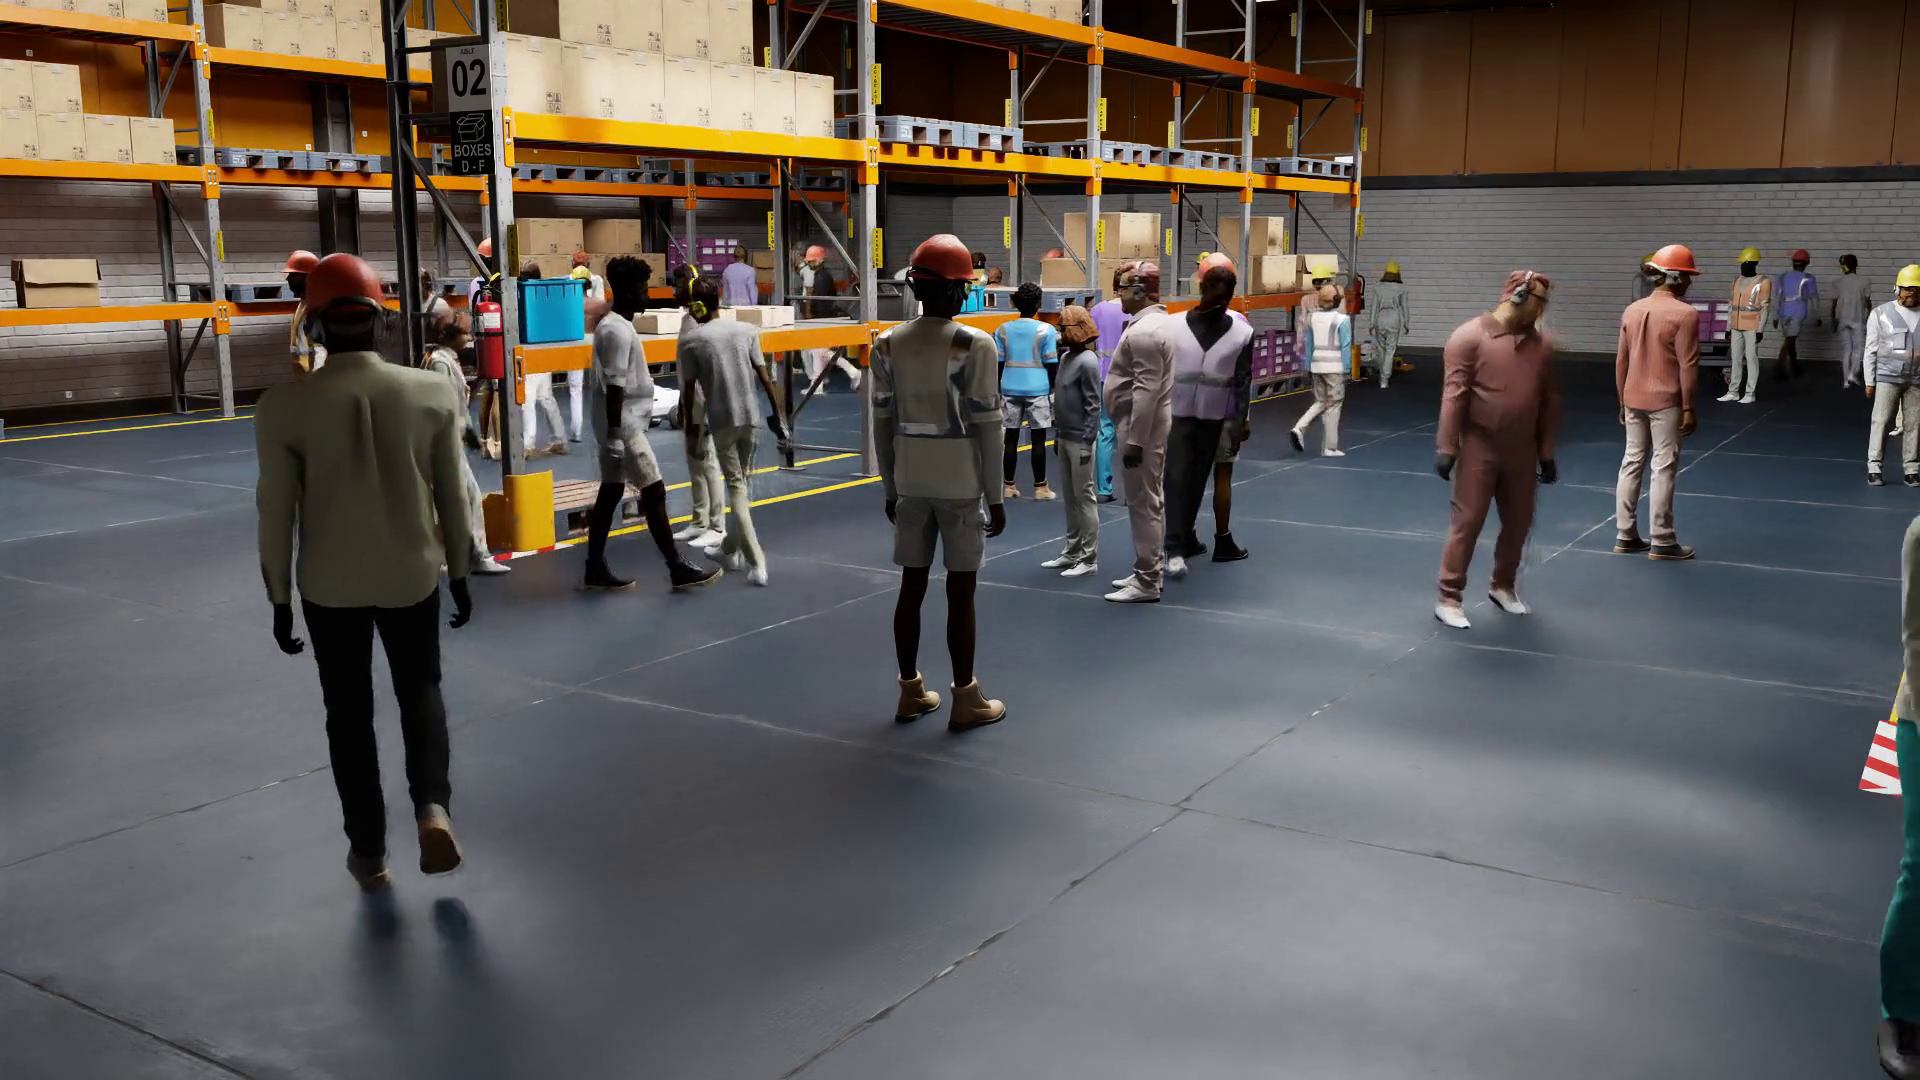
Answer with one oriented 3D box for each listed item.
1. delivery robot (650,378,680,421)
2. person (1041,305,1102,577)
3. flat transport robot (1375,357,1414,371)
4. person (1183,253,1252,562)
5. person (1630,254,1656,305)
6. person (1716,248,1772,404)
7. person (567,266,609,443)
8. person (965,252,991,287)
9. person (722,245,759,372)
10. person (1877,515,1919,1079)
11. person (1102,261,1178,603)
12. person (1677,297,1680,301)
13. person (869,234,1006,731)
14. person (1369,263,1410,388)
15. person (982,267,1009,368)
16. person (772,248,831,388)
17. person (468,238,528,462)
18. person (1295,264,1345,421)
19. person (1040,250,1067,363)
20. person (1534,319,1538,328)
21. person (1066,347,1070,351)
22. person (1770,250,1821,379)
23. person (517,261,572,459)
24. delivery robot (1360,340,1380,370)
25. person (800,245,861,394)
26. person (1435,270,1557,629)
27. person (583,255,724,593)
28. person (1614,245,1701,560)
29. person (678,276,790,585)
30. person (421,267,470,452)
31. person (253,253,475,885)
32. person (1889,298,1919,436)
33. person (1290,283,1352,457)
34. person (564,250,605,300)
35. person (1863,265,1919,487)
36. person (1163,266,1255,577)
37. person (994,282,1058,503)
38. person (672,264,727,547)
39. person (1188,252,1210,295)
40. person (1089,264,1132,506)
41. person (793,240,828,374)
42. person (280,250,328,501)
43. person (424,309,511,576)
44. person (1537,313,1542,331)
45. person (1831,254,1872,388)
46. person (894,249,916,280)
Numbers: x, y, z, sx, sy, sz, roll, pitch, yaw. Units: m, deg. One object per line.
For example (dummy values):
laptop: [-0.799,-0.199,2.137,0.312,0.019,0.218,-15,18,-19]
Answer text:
delivery robot: [-3.295,-1.471,17.637,0.477,0.478,0.707,8,13,37]
person: [0.690,-0.595,10.056,0.276,1.633,0.507,-3,11,-18]
flat transport robot: [6.179,-2.683,25.399,1.431,0.197,0.652,-6,12,-30]
person: [1.598,-0.831,10.507,0.551,1.942,0.345,8,13,38]
person: [10.644,-3.512,25.801,0.455,1.813,0.613,8,13,38]
person: [9.762,-2.657,20.670,0.369,1.927,0.587,-4,11,-22]
person: [-3.768,-1.856,16.696,0.532,1.765,0.338,-4,11,-19]
person: [0.271,-3.397,25.023,0.619,1.838,0.430,5,11,24]
person: [-3.342,-3.538,25.519,0.632,1.940,0.368,6,12,31]
person: [2.462,0.450,4.011,0.596,1.722,0.359,-4,11,-20]
person: [1.000,-0.603,9.346,0.407,1.905,0.655,2,11,13]
person: [10.584,-3.380,24.810,0.937,1.894,0.591,3,11,17]
person: [-0.076,-0.230,6.899,0.608,2.044,0.370,6,12,30]
person: [5.952,-2.967,22.990,0.503,1.697,0.870,5,12,27]
person: [0.503,-3.064,23.727,0.522,1.636,0.310,-1,10,-6]
person: [-2.182,-2.996,22.607,0.929,1.896,0.636,2,10,13]
person: [-4.243,-1.736,15.242,0.373,2.042,0.614,-9,14,-41]
person: [4.018,-2.196,18.602,0.546,1.748,0.516,7,13,35]
person: [1.234,-2.705,21.043,0.856,1.896,0.552,2,10,11]
person: [5.551,-1.735,16.518,0.779,1.587,0.523,2,10,9]
person: [1.438,-2.762,21.309,0.402,1.906,0.652,4,11,21]
person: [12.213,-3.295,24.345,1.029,1.882,0.558,-8,13,-37]
person: [-3.958,-1.663,15.478,0.493,1.829,0.672,2,10,12]
delivery robot: [5.995,-2.711,24.507,0.477,0.478,0.707,-4,11,-20]
person: [-1.695,-2.874,21.793,0.767,1.966,0.626,-1,10,-6]
person: [2.815,-0.491,8.839,0.707,1.876,0.486,-3,11,-16]
person: [-1.781,-0.645,9.501,0.860,1.931,0.643,-3,11,-15]
person: [4.456,-0.872,10.606,0.392,1.990,0.612,-4,11,-22]
person: [-1.389,-0.663,9.937,0.601,1.809,0.874,-6,12,-32]
person: [-4.929,-1.647,15.496,0.524,1.776,0.968,7,12,33]
person: [-1.805,0.124,5.097,0.635,1.983,0.537,-6,12,-29]
person: [9.889,-1.867,17.101,0.499,1.634,0.281,10,14,43]
person: [3.380,-1.559,15.424,0.480,1.627,0.518,-6,12,-31]
person: [-4.861,-2.783,21.480,0.572,1.887,0.356,-2,11,-14]
person: [7.753,-1.341,13.675,0.590,1.825,0.403,3,11,14]
person: [1.428,-0.700,10.005,0.662,1.855,0.930,1,10,3]
person: [0.510,-1.137,12.881,0.536,1.696,0.322,5,11,26]
person: [-1.746,-0.887,11.032,0.310,1.865,0.532,-7,12,-33]
person: [3.806,-3.576,26.020,0.404,1.833,0.590,-6,12,-29]
person: [1.230,-1.175,12.690,0.568,1.841,0.374,7,12,34]
person: [-2.339,-3.513,25.095,0.665,2.000,0.688,-2,10,-11]
person: [-4.976,-1.235,12.751,0.352,1.942,0.545,-6,12,-30]
person: [-3.025,-0.573,9.980,0.686,1.611,0.564,-3,11,-18]
person: [5.827,-1.918,17.226,0.373,1.681,0.547,-4,11,-23]
person: [12.178,-2.974,22.689,0.420,1.831,0.552,-10,14,-43]
person: [-0.713,-3.362,24.708,0.666,1.871,1.048,3,11,14]
